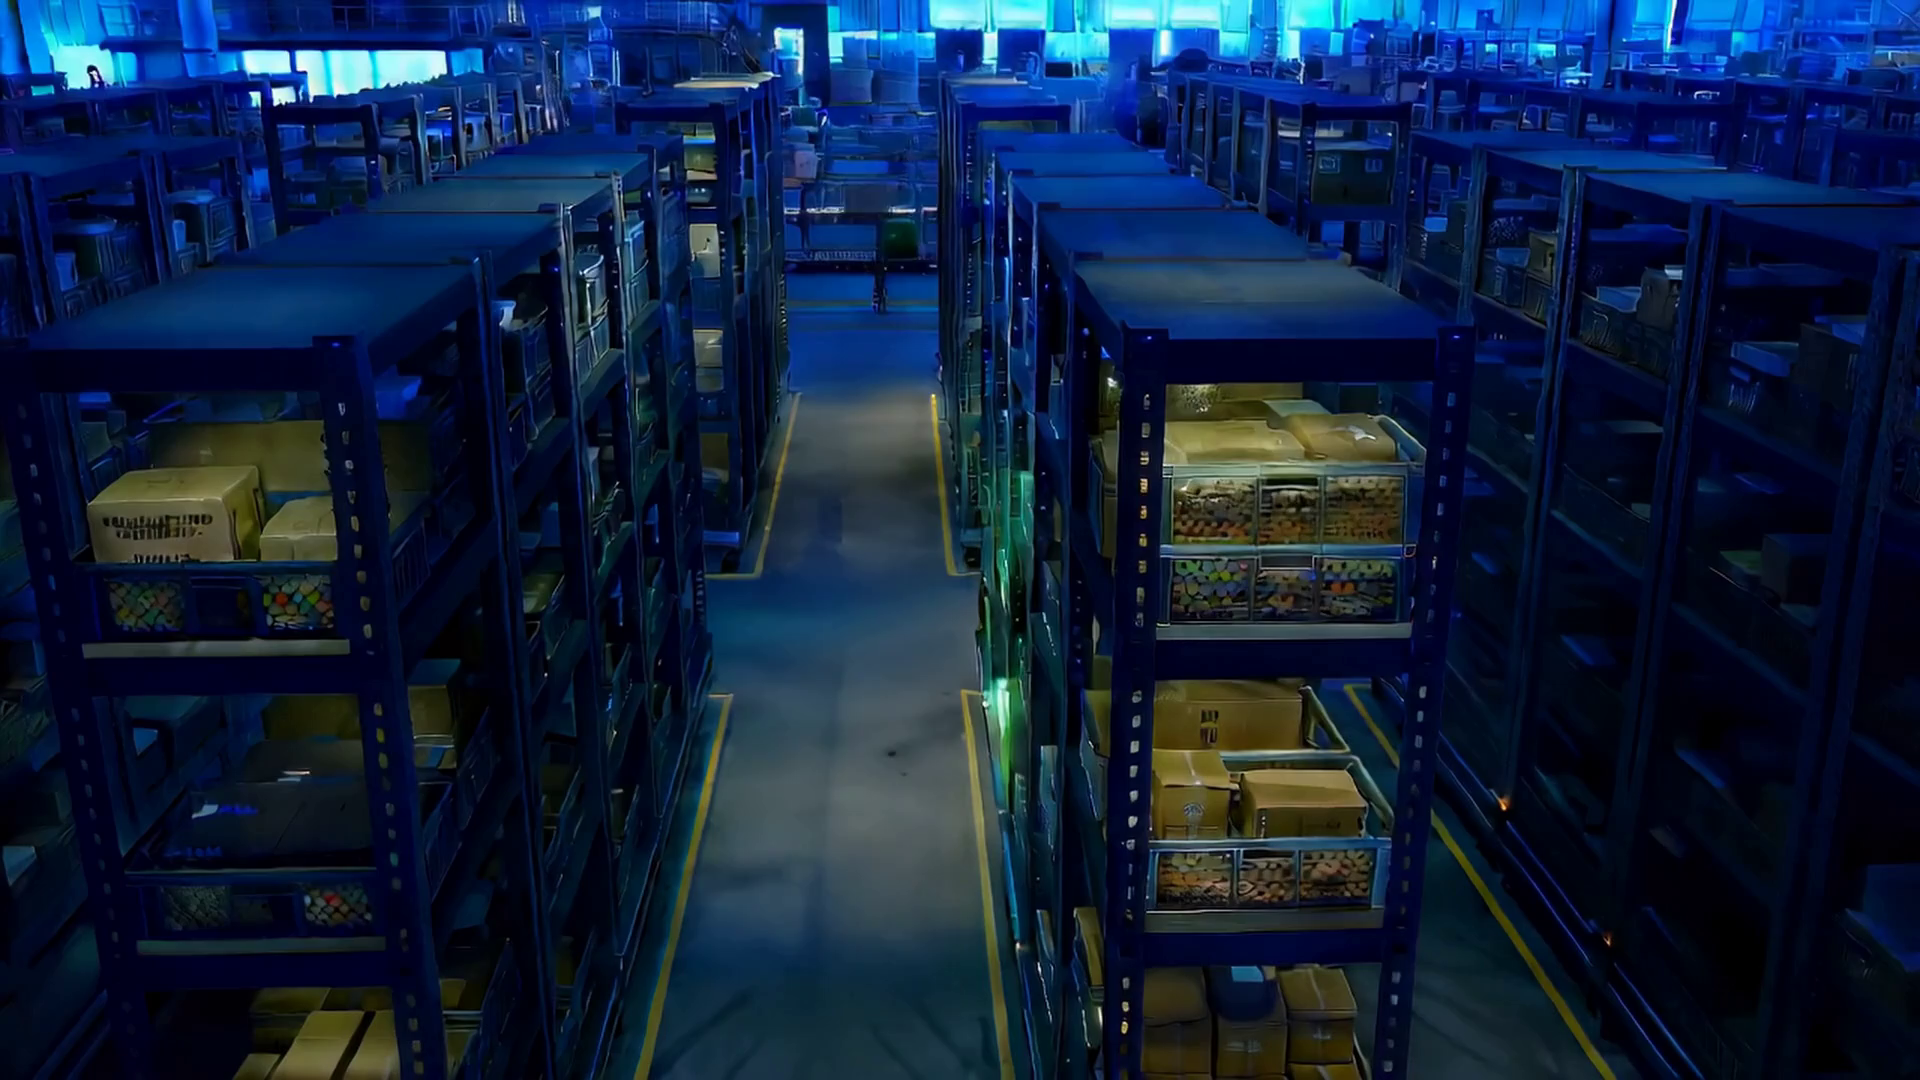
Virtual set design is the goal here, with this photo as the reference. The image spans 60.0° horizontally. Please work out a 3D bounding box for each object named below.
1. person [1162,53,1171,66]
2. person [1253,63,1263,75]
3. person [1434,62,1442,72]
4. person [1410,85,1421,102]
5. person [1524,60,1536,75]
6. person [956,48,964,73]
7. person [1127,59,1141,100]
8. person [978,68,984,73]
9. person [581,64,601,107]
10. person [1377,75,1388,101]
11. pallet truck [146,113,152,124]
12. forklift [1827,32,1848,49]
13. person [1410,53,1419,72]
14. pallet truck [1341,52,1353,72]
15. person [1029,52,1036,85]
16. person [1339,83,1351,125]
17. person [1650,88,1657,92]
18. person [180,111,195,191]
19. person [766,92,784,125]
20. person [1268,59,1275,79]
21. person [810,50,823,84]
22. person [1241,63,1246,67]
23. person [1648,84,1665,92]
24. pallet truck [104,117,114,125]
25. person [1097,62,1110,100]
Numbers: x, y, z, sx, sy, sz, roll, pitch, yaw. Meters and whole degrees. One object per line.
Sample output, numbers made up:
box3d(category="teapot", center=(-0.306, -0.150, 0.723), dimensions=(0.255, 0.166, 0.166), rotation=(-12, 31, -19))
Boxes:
box3d(category="person", center=(10.594, -24.236, 86.000), dimensions=(0.938, 1.789, 0.636), rotation=(-7, 19, -20))
box3d(category="person", center=(12.430, -18.964, 69.572), dimensions=(0.378, 1.884, 0.715), rotation=(-4, 18, -12))
box3d(category="person", center=(20.939, -19.940, 72.648), dimensions=(0.932, 1.825, 0.557), rotation=(6, 19, 17))
box3d(category="person", center=(15.484, -14.814, 56.619), dimensions=(1.031, 1.944, 0.625), rotation=(8, 19, 23))
box3d(category="person", center=(25.341, -20.392, 74.026), dimensions=(0.505, 1.845, 0.346), rotation=(5, 18, 14))
box3d(category="person", center=(-0.063, -26.294, 92.196), dimensions=(0.692, 1.902, 0.593), rotation=(8, 20, 24))
box3d(category="person", center=(7.870, -21.004, 75.898), dimensions=(1.059, 1.855, 0.637), rotation=(-10, 20, -27))
box3d(category="person", center=(0.753, -17.024, 63.513), dimensions=(0.948, 1.891, 0.548), rotation=(-6, 19, -17))
box3d(category="person", center=(-15.857, -19.441, 71.107), dimensions=(0.871, 1.838, 0.599), rotation=(1, 18, 3))
box3d(category="person", center=(15.119, -15.706, 59.524), dimensions=(0.732, 1.852, 0.530), rotation=(-7, 19, -21))
box3d(category="pallet truck", center=(-18.087, -8.309, 36.390), dimensions=(1.885, 1.965, 0.823), rotation=(-1, 18, -4))
box3d(category="forklift", center=(46.026, -25.320, 87.616), dimensions=(1.129, 2.768, 1.873), rotation=(-1, 18, -2))
box3d(category="person", center=(22.686, -23.319, 82.971), dimensions=(0.612, 1.910, 0.561), rotation=(-14, 23, -37))
box3d(category="pallet truck", center=(18.794, -23.123, 82.231), dimensions=(0.823, 1.965, 1.885), rotation=(-13, 22, -35))
box3d(category="person", center=(3.617, -23.510, 83.509), dimensions=(0.397, 1.945, 0.617), rotation=(-5, 19, -16))
box3d(category="person", center=(13.363, -14.951, 57.454), dimensions=(0.694, 1.674, 0.537), rotation=(-10, 20, -28))
box3d(category="person", center=(21.581, -13.201, 51.914), dimensions=(0.355, 1.755, 0.518), rotation=(-14, 23, -37))
box3d(category="person", center=(-18.212, -9.159, 39.241), dimensions=(0.652, 1.866, 0.970), rotation=(-11, 21, -30))
box3d(category="person", center=(-5.814, -13.361, 52.071), dimensions=(0.631, 1.974, 1.023), rotation=(14, 23, 37))
box3d(category="person", center=(15.069, -22.403, 80.501), dimensions=(0.321, 1.692, 0.534), rotation=(15, 23, 38))
box3d(category="person", center=(-7.877, -25.949, 91.288), dimensions=(0.917, 1.799, 0.655), rotation=(-13, 22, -35))
box3d(category="person", center=(12.587, -20.377, 74.140), dimensions=(0.483, 1.745, 0.302), rotation=(12, 21, 32))
box3d(category="person", center=(25.058, -15.917, 59.863), dimensions=(0.682, 2.000, 0.537), rotation=(14, 22, 36))
box3d(category="pallet truck", center=(-18.367, -7.885, 35.078), dimensions=(1.885, 1.965, 0.823), rotation=(1, 18, 2))
box3d(category="person", center=(6.068, -19.244, 70.348), dimensions=(0.577, 1.919, 0.413), rotation=(-4, 18, -14))
